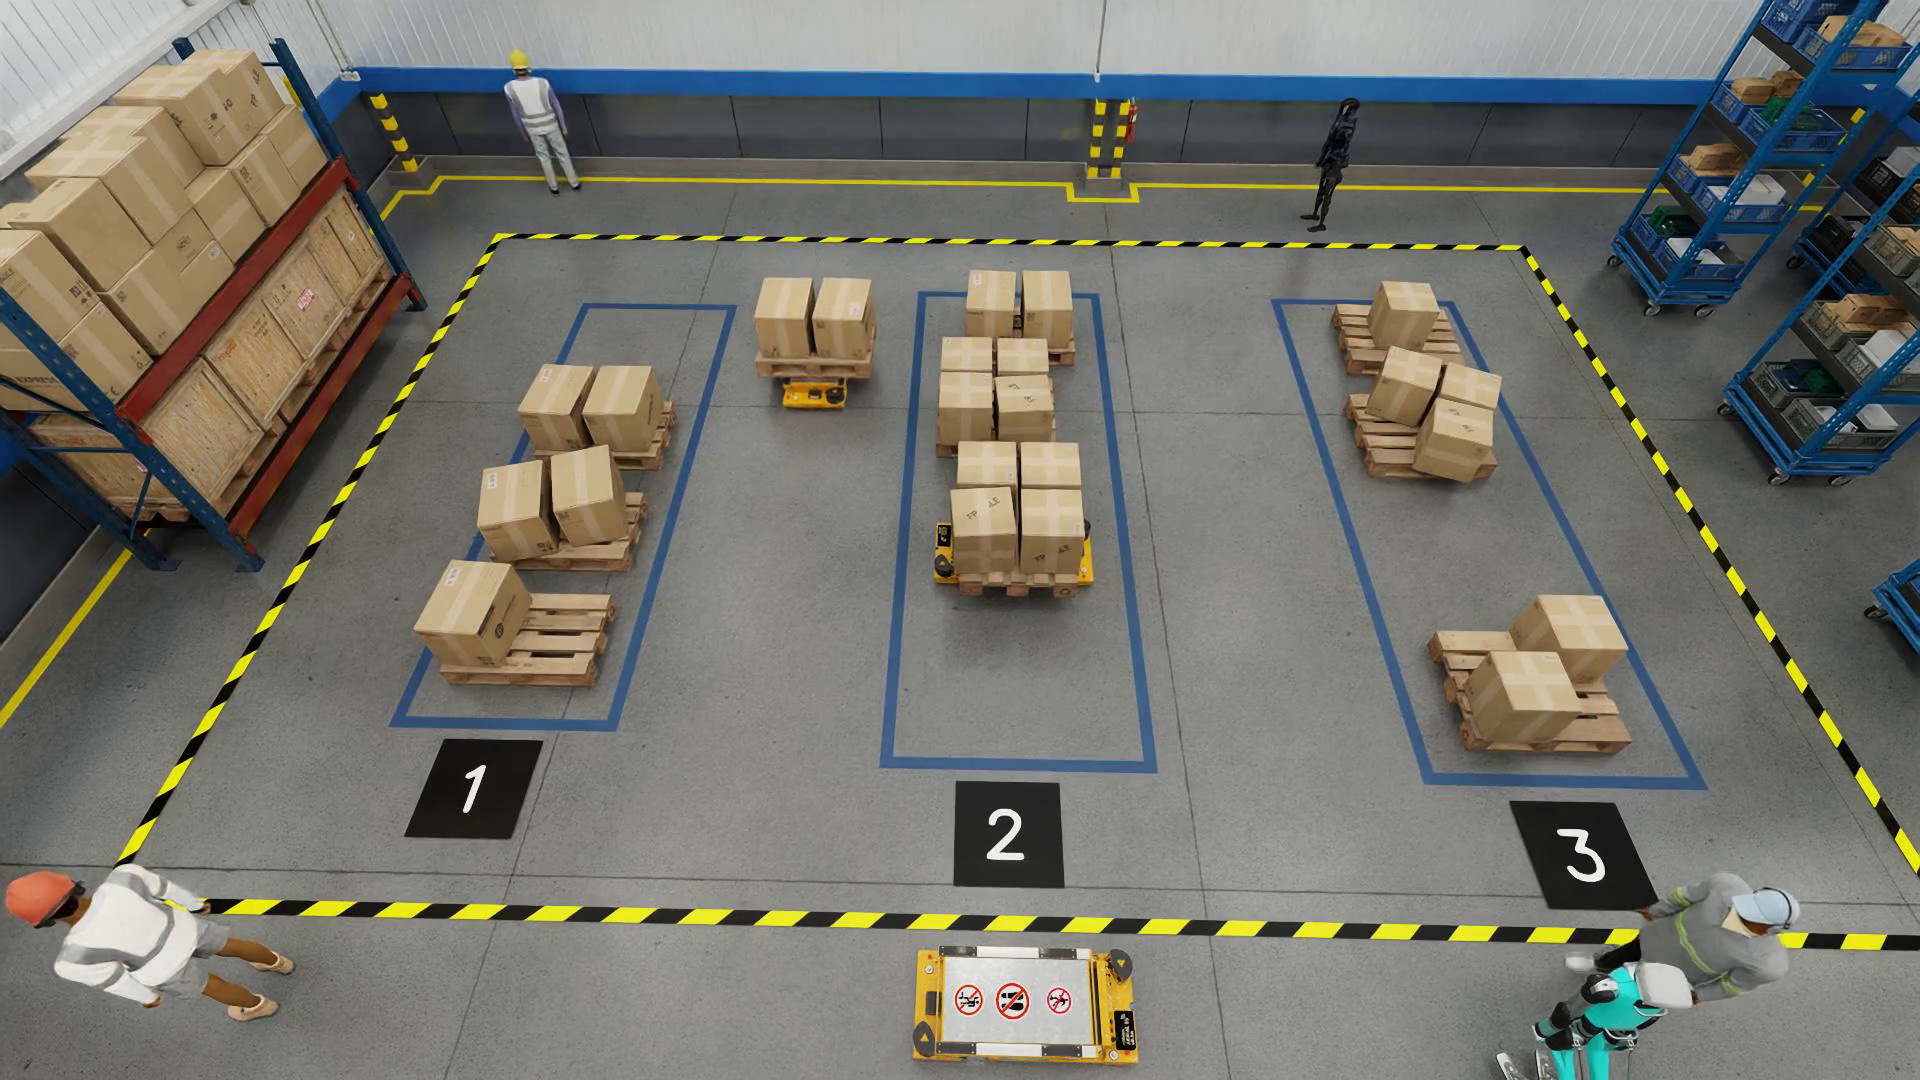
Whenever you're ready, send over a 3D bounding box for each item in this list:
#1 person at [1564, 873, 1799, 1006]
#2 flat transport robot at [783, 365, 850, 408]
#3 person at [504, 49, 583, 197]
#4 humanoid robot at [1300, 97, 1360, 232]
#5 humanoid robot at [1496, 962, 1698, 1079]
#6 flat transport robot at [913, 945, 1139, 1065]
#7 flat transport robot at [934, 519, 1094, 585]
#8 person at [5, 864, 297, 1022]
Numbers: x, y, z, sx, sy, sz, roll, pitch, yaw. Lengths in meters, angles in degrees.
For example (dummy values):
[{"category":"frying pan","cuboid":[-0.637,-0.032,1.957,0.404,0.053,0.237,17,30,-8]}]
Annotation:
[{"category":"person","cuboid":[4.296,2.458,5.475,0.388,1.852,0.592,0,51,0]},{"category":"flat transport robot","cuboid":[-1.536,-2.013,10.109,0.652,0.197,1.431,1,51,1]},{"category":"person","cuboid":[-5.398,-5.361,11.846,0.599,1.829,0.404,-13,52,-11]},{"category":"humanoid robot","cuboid":[4.606,-4.638,11.348,0.315,1.657,0.599,-1,51,0]},{"category":"humanoid robot","cuboid":[3.555,2.907,5.082,0.533,1.677,0.735,0,51,0]},{"category":"flat transport robot","cuboid":[0.422,3.041,6.007,1.431,0.231,0.659,1,51,1]},{"category":"flat transport robot","cuboid":[0.490,0.087,8.397,1.431,0.197,0.652,1,51,1]},{"category":"person","cuboid":[-4.699,2.401,5.391,0.394,2.031,0.613,1,51,1]}]
